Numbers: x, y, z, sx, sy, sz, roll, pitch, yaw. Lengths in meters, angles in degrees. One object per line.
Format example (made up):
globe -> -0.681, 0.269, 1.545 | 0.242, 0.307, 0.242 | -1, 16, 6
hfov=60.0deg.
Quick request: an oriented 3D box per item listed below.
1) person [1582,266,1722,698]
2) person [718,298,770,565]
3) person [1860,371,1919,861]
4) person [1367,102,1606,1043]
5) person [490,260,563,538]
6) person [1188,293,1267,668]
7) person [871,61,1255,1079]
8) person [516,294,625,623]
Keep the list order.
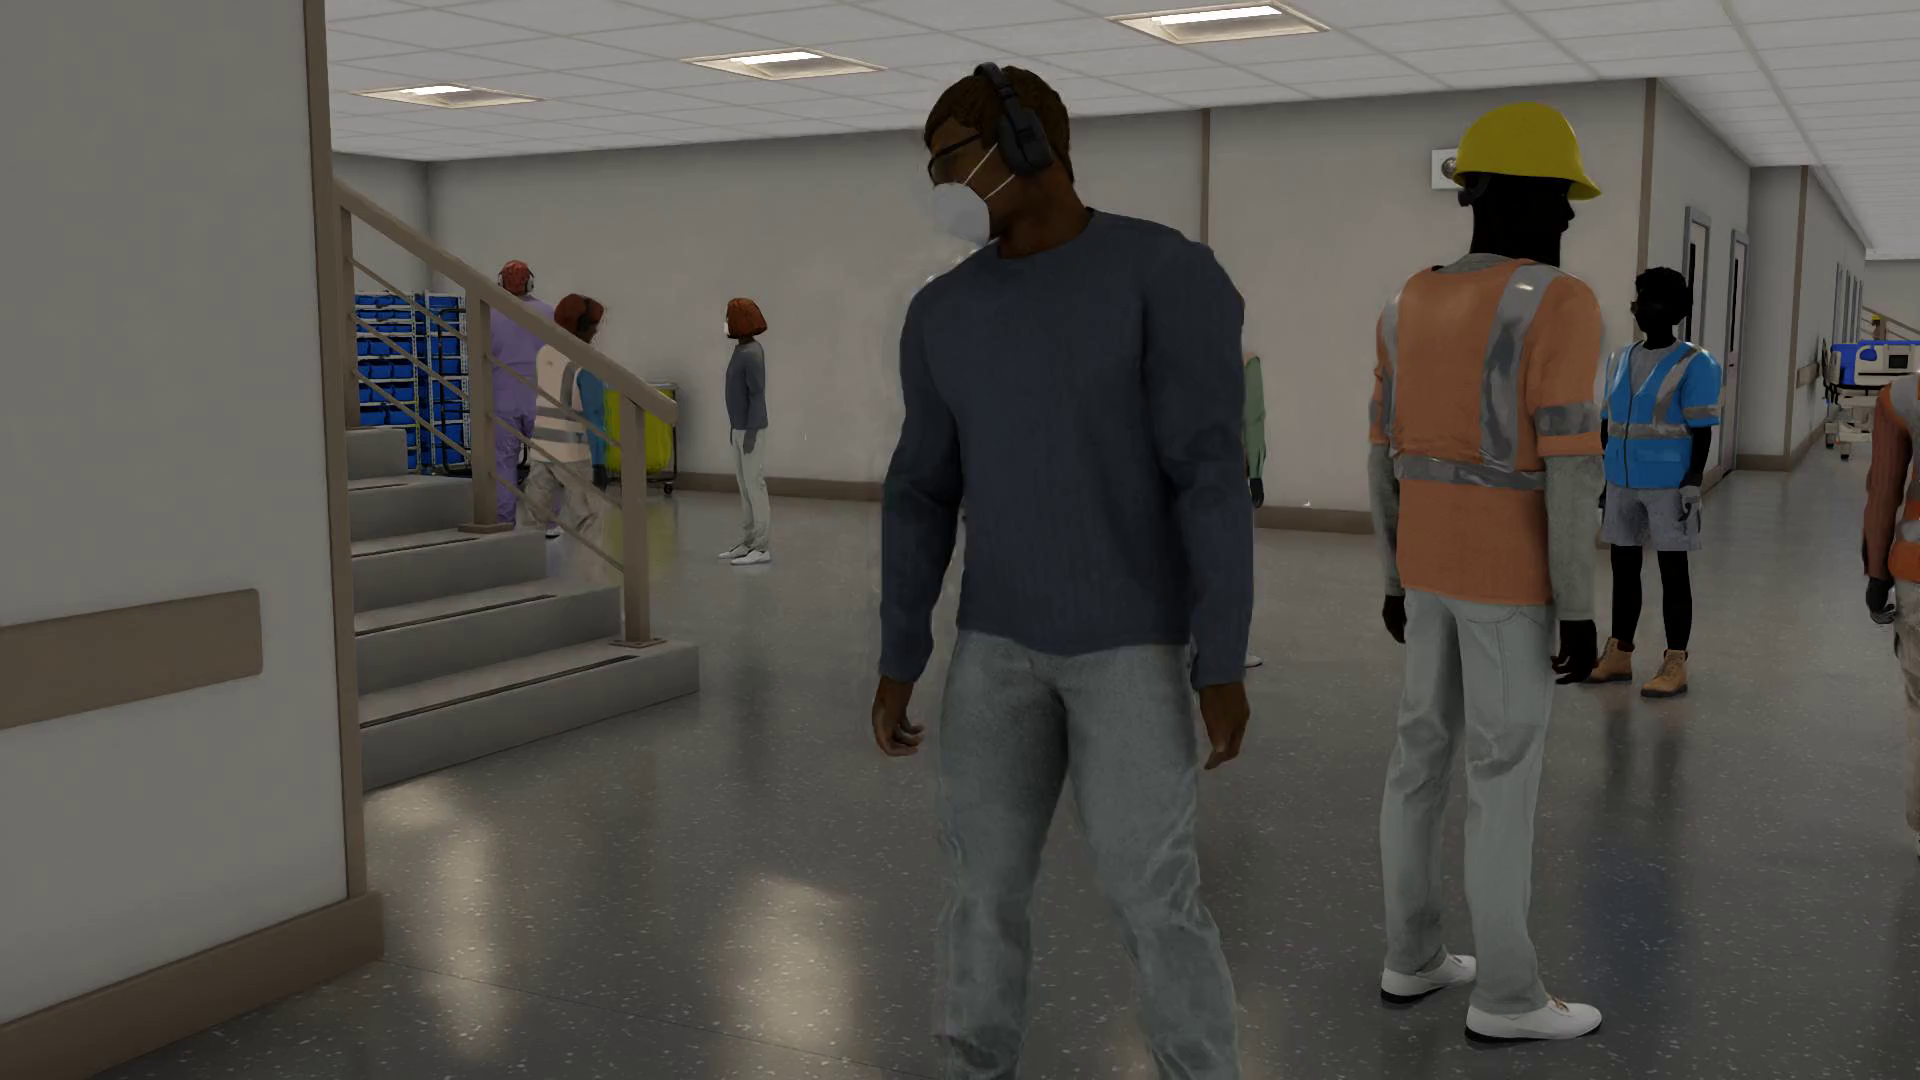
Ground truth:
person -> 2.753, -0.231, 6.636 | 0.318, 1.700, 0.535 | -4, 8, -29
person -> -1.321, -0.664, 10.217 | 0.285, 1.633, 0.497 | -3, 8, -20
person -> 2.612, 0.109, 4.314 | 0.527, 1.616, 0.629 | 6, 9, 39
person -> 1.102, 0.067, 3.484 | 0.383, 1.923, 0.589 | -4, 8, -26
person -> -3.001, -0.951, 11.376 | 0.639, 1.911, 0.406 | -2, 8, -15
person -> 1.077, -0.264, 7.130 | 0.522, 1.636, 0.305 | 7, 10, 42
person -> 0.169, 0.192, 2.707 | 0.664, 1.898, 0.404 | 5, 9, 33
person -> -1.975, -0.388, 8.153 | 0.667, 1.623, 0.430 | 7, 10, 41
